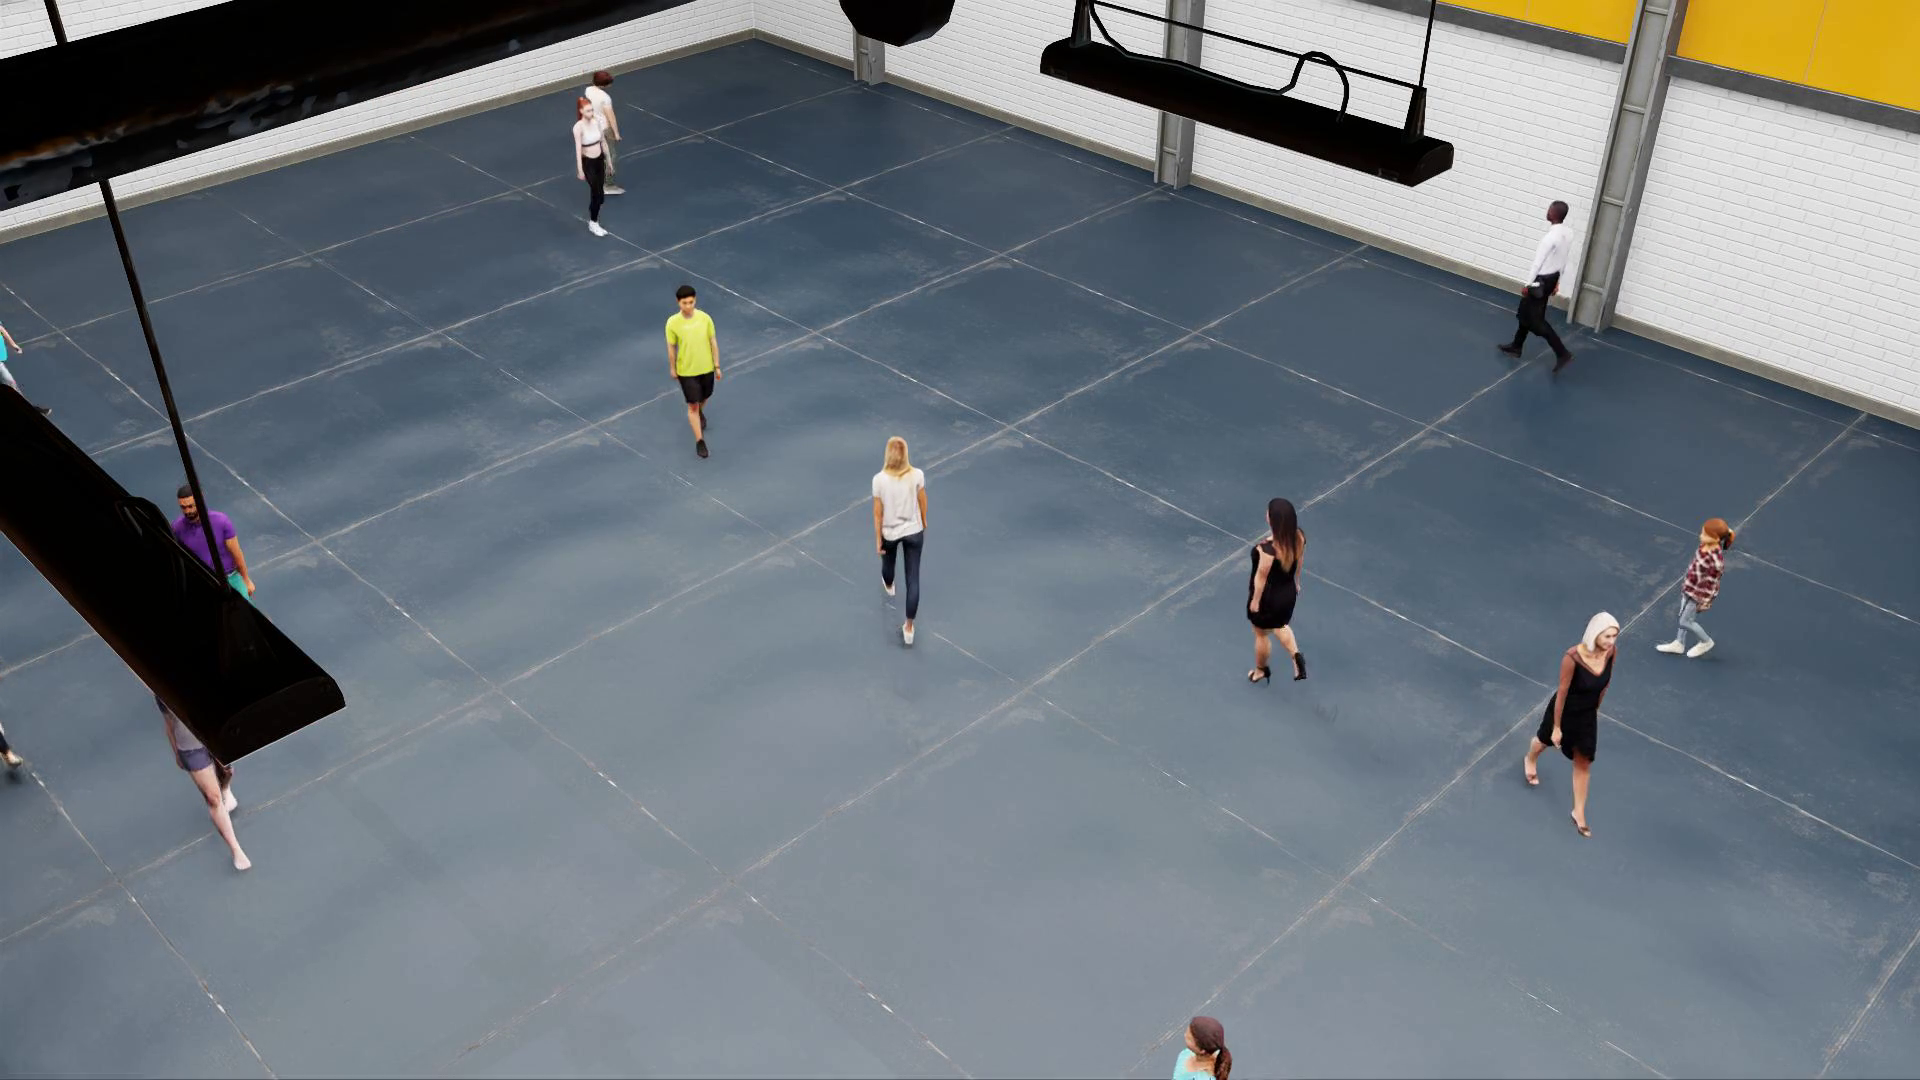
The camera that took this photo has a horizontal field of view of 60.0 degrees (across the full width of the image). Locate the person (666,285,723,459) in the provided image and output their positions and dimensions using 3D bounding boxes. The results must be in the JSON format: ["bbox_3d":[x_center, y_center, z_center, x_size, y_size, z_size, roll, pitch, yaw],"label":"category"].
[{"bbox_3d":[-2.589,-1.714,16.131,0.868,1.674,1.172,-15,36,-21],"label":"person"}]

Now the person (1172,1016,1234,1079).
[{"bbox_3d":[1.351,3.135,8.972,1.139,1.524,0.845,13,36,18],"label":"person"}]

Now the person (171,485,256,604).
[{"bbox_3d":[-5.804,0.293,13.037,0.837,1.757,0.910,-8,35,-12],"label":"person"}]

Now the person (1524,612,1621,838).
[{"bbox_3d":[4.273,1.188,11.744,0.999,1.698,1.153,-6,34,-9],"label":"person"}]

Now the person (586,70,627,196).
[{"bbox_3d":[-4.694,-5.306,21.584,0.636,1.622,0.810,6,34,9],"label":"person"}]

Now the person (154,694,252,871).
[{"bbox_3d":[-5.211,1.357,11.465,0.699,1.726,1.151,-22,39,-29],"label":"person"}]

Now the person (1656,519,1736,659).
[{"bbox_3d":[5.967,0.397,13.291,0.765,1.303,0.700,4,34,6],"label":"person"}]

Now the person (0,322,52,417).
[{"bbox_3d":[-9.694,-1.843,16.563,0.954,1.412,0.933,-2,34,-4],"label":"person"}]

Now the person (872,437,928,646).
[{"bbox_3d":[-0.455,0.030,13.424,1.074,1.767,1.185,-2,34,-4],"label":"person"}]

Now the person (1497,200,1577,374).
[{"bbox_3d":[6.162,-2.621,17.375,0.625,1.808,1.119,-28,43,-35],"label":"person"}]

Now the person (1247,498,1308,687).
[{"bbox_3d":[2.482,0.476,12.810,0.640,1.704,0.783,-27,42,-35],"label":"person"}]

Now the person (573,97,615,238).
[{"bbox_3d":[-4.567,-4.585,20.400,0.682,1.731,0.648,18,38,25],"label":"person"}]
